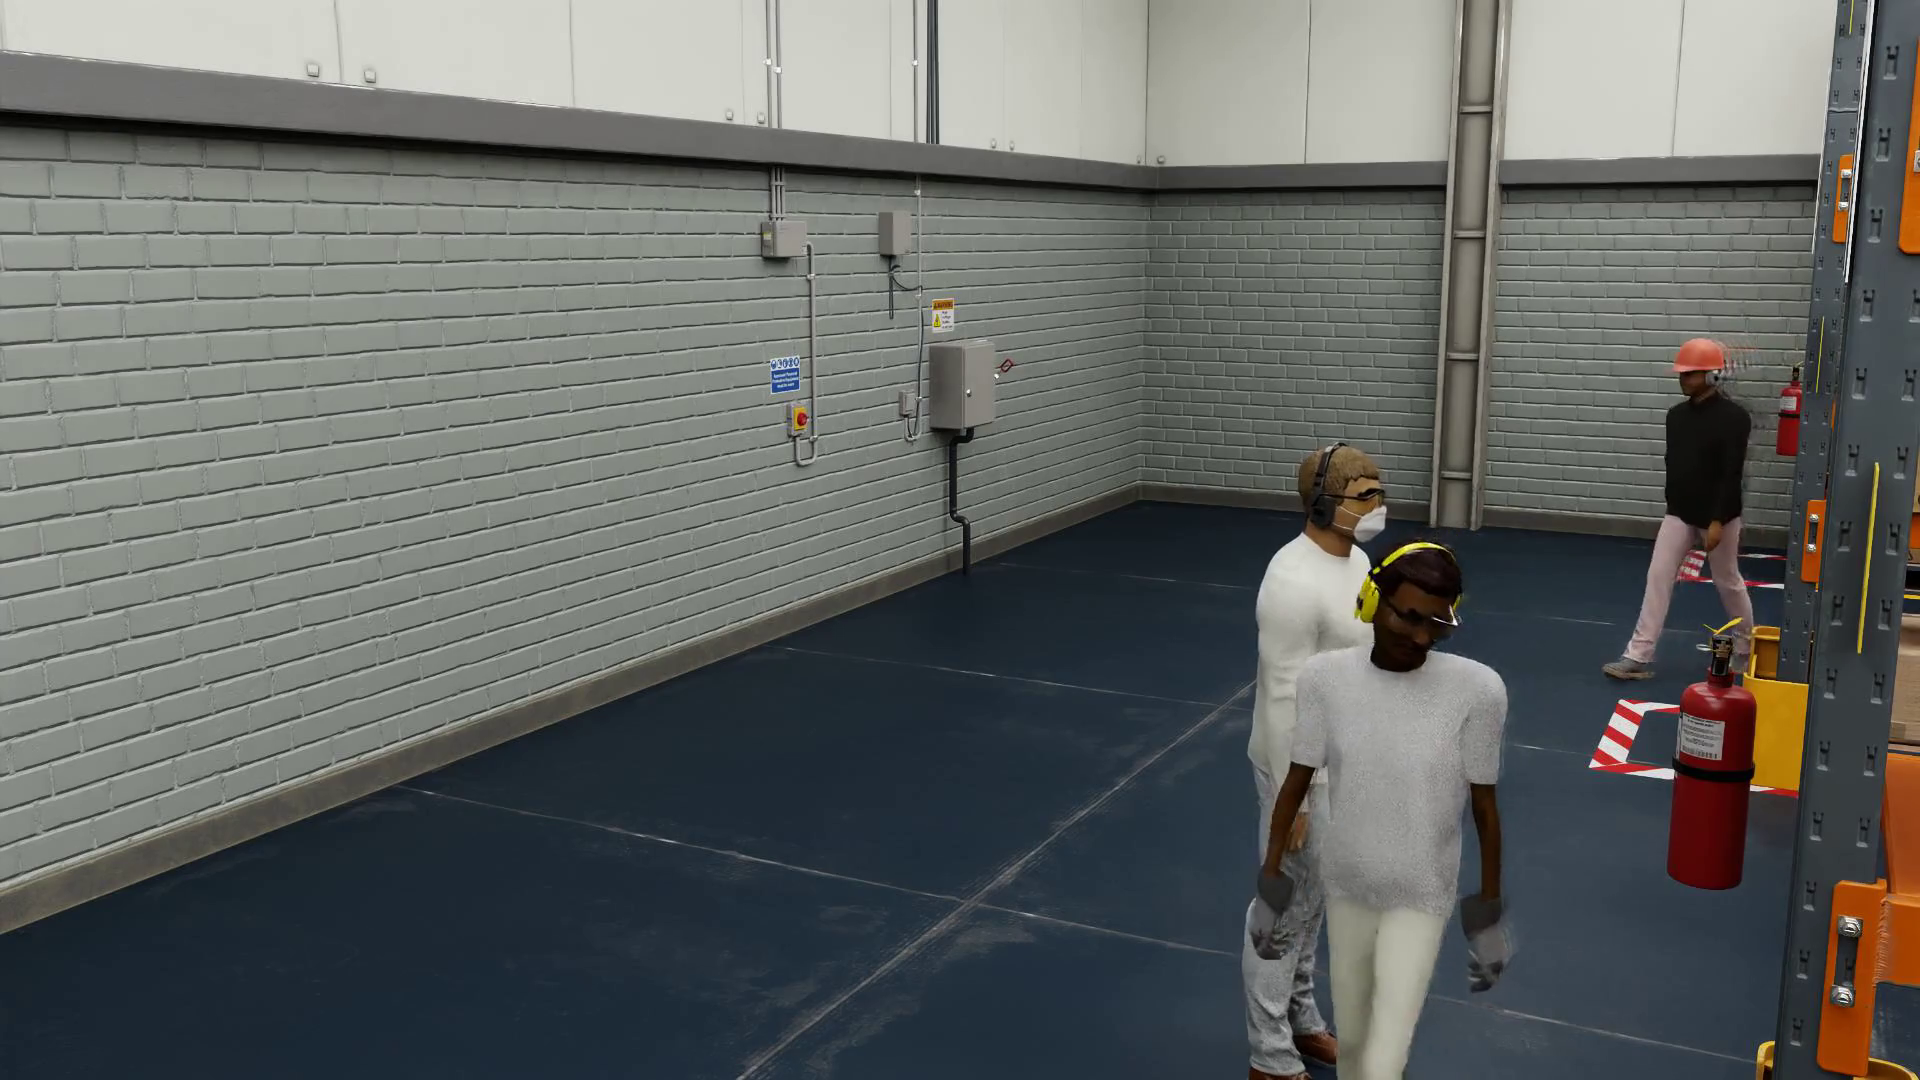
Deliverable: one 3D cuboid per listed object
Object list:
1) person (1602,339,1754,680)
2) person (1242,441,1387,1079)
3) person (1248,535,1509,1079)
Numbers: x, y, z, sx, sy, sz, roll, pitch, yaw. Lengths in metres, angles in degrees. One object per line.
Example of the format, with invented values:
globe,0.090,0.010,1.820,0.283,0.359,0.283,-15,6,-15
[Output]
person,4.184,-0.159,9.395,1.021,1.949,0.622,-5,11,-24
person,1.036,0.675,4.841,0.376,1.940,0.629,6,12,28
person,0.948,0.896,3.926,0.605,1.828,0.736,6,12,31
